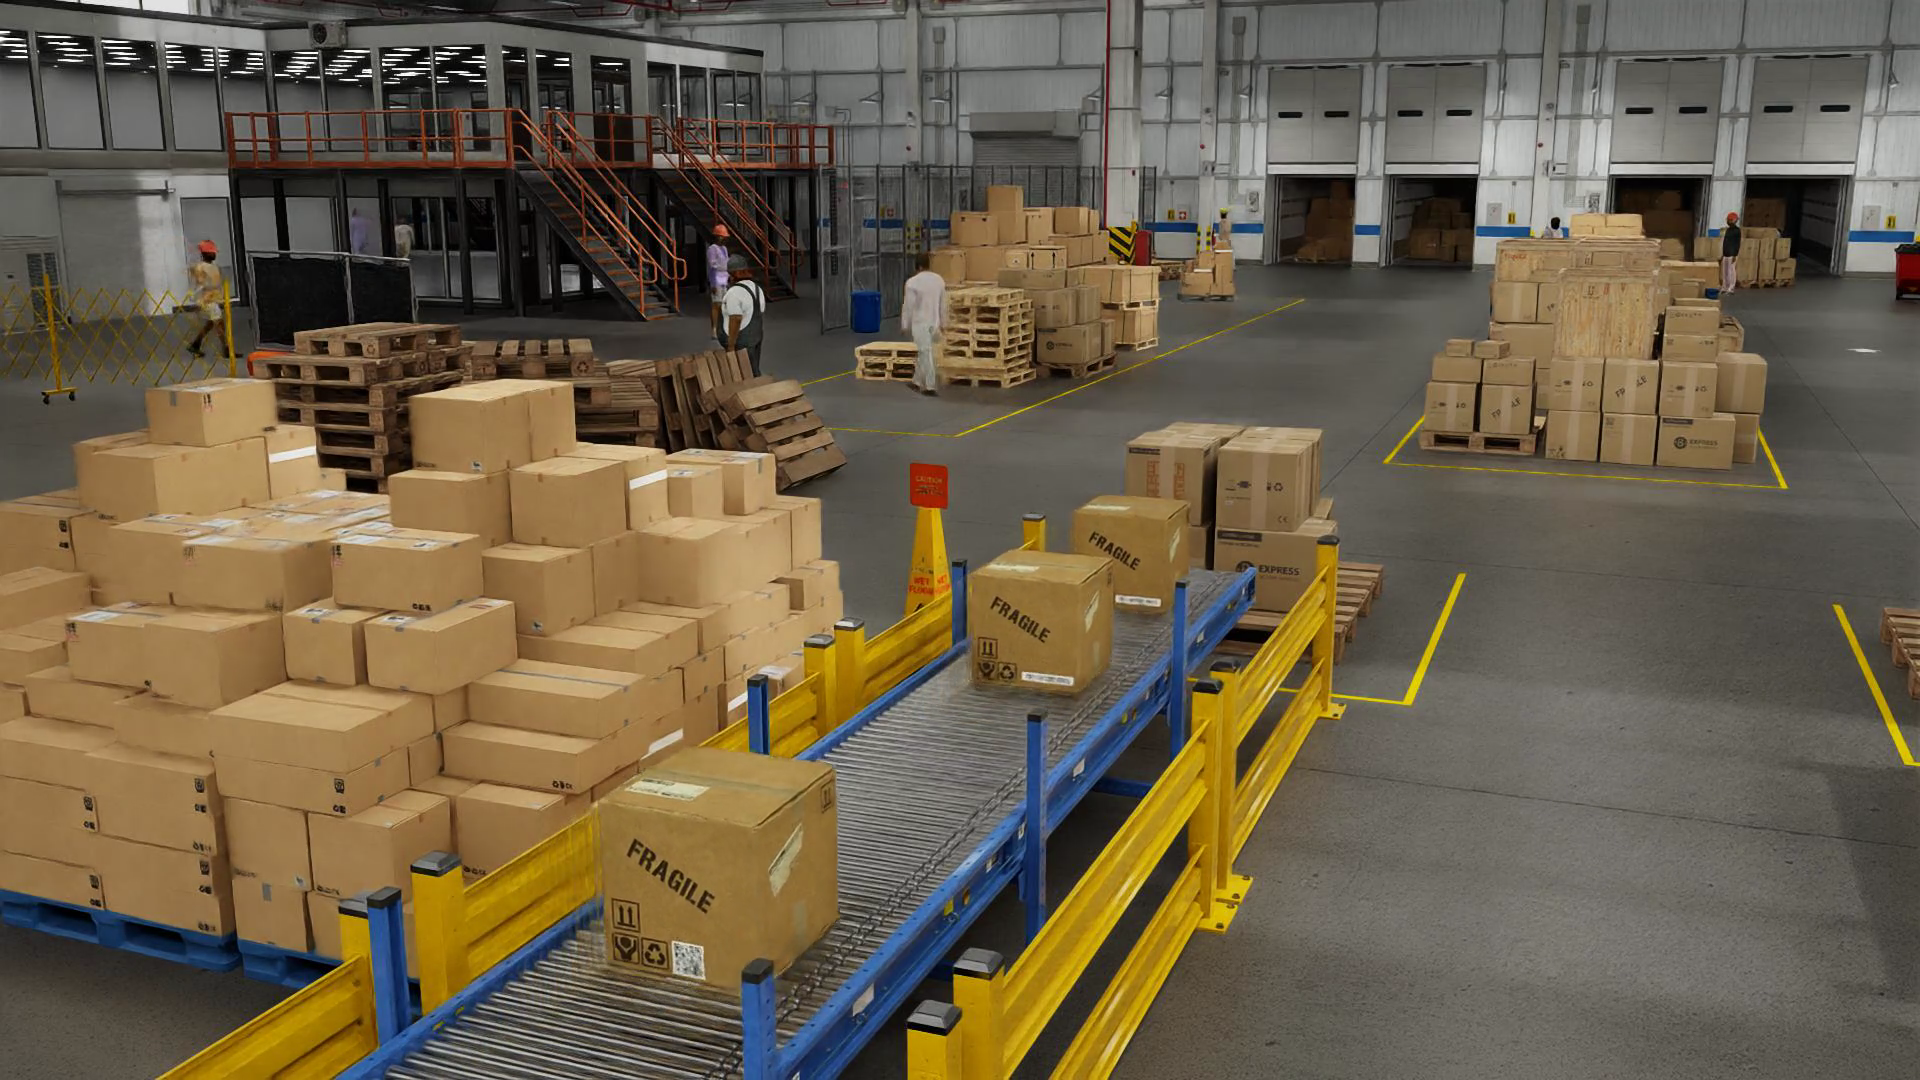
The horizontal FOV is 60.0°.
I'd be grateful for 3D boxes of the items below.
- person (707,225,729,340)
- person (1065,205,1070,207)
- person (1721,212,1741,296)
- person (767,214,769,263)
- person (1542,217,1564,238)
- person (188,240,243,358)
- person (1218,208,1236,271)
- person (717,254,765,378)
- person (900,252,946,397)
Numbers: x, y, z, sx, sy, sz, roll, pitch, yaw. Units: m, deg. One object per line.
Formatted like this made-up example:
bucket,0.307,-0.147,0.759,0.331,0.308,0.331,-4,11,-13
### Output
person,-4.273,-4.605,29.742,0.393,2.040,0.611,4,13,16
person,3.295,-9.045,49.871,0.973,1.960,0.636,-11,17,-41
person,18.483,-6.856,39.939,0.378,1.995,0.609,-1,13,-4
person,-5.658,-8.593,48.095,0.621,1.838,0.429,-4,13,-16
person,14.783,-7.114,41.444,0.634,1.842,0.429,-7,14,-28
person,-12.092,-3.868,26.763,0.949,1.901,0.553,2,13,7
person,7.914,-8.988,49.790,0.610,1.878,1.007,-11,16,-40
person,-2.609,-2.350,19.624,0.535,2.000,0.684,5,14,22
person,-0.580,-2.902,22.399,0.656,1.906,0.900,-11,17,-42
